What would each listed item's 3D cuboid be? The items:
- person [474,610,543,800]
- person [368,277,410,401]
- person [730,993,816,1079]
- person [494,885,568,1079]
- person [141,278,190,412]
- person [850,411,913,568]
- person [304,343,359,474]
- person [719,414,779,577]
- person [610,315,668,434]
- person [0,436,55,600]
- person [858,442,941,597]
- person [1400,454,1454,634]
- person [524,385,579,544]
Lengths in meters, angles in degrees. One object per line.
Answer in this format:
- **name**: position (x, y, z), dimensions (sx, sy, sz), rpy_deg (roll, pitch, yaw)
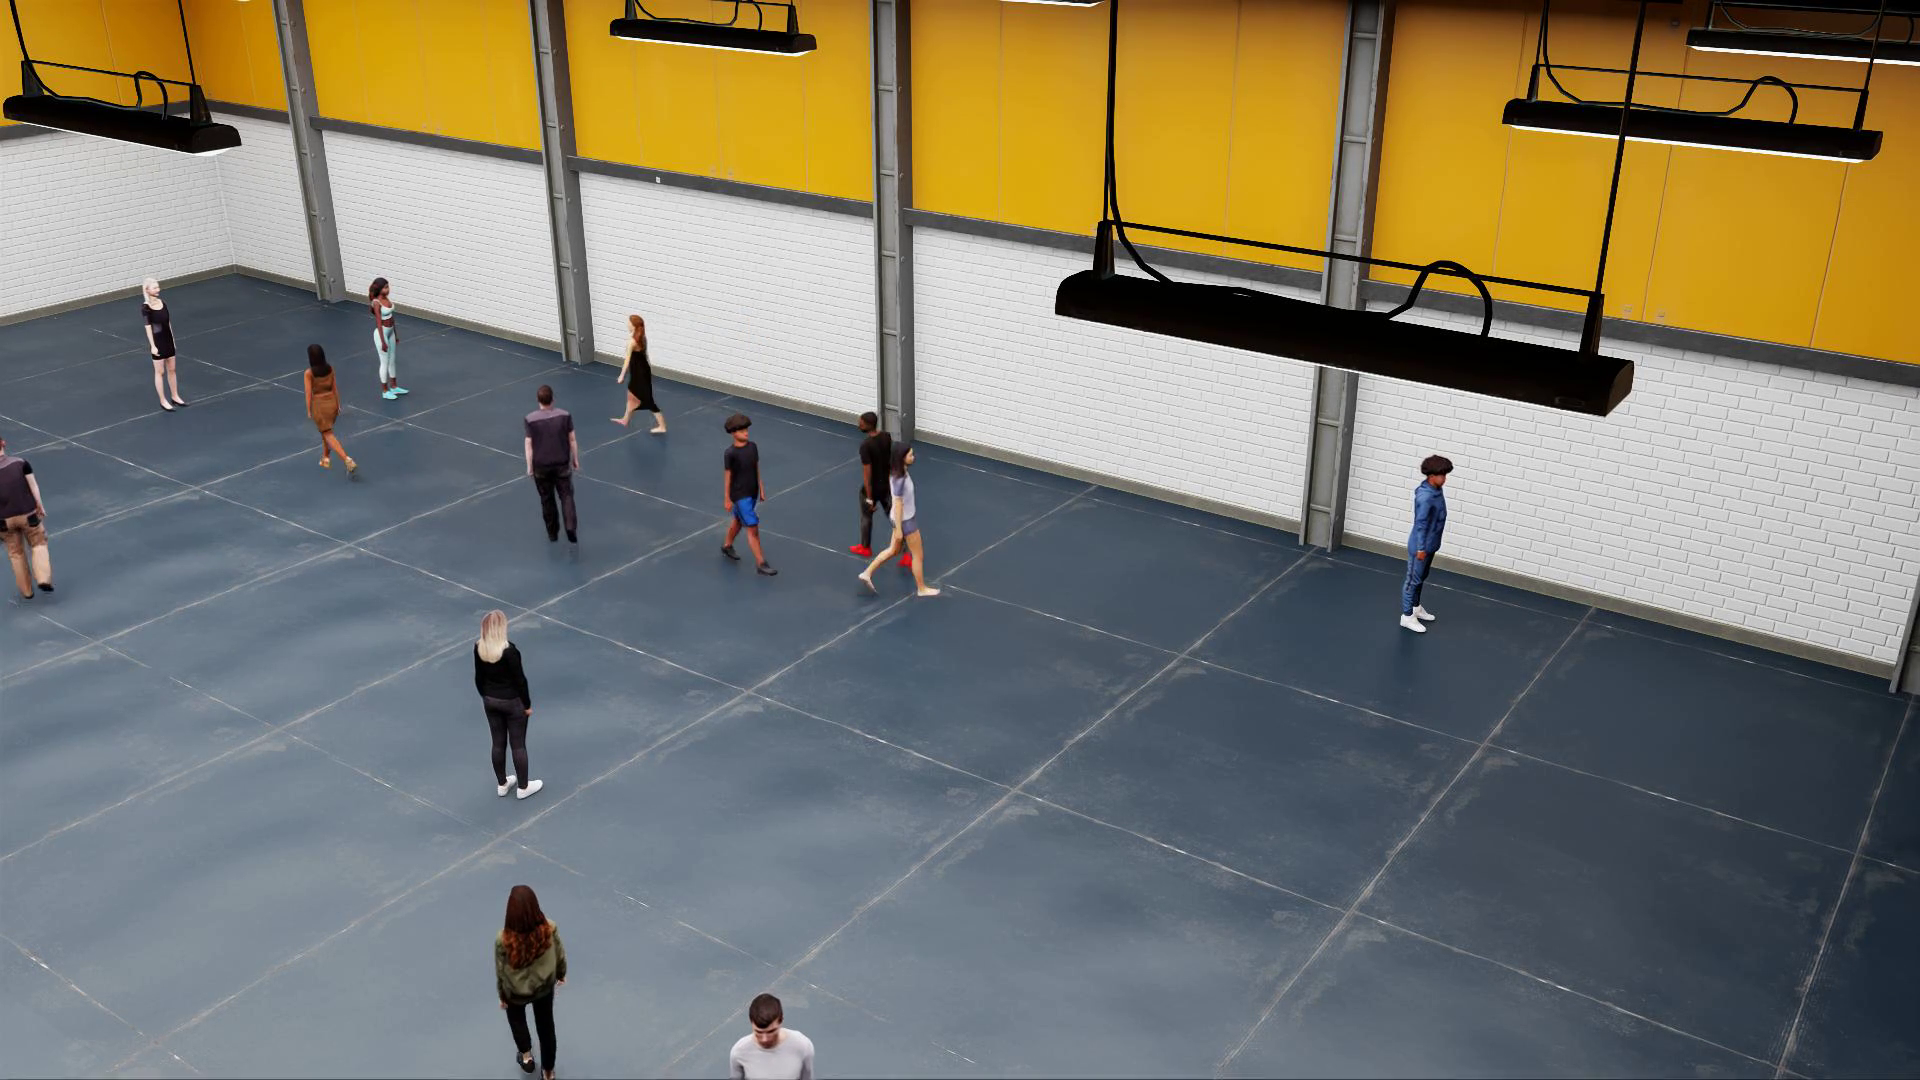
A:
- **person**: position (-3.759, 1.352, 13.708), dimensions (0.560, 1.686, 0.730), rpy_deg (8, 25, 18)
- **person**: position (-8.024, -2.828, 23.221), dimensions (0.655, 1.724, 0.644), rpy_deg (4, 24, 9)
- **person**: position (-1.012, 3.247, 9.173), dimensions (0.686, 1.844, 0.757), rpy_deg (-3, 24, -6)
- **person**: position (-2.698, 2.872, 10.509), dimensions (0.755, 1.463, 0.804), rpy_deg (-10, 26, -22)
- **person**: position (-10.937, -2.684, 22.758), dimensions (0.581, 1.832, 0.623), rpy_deg (7, 25, 16)
- **person**: position (-0.798, -0.514, 17.871), dimensions (0.858, 1.770, 1.231), rpy_deg (-19, 30, -37)
- **person**: position (-7.753, -1.569, 20.422), dimensions (1.035, 1.660, 0.567), rpy_deg (15, 28, 30)
- **person**: position (-2.381, -0.511, 17.877), dimensions (1.134, 1.760, 0.644), rpy_deg (17, 29, 34)
- **person**: position (-4.103, -2.141, 21.821), dimensions (1.111, 1.586, 0.876), rpy_deg (3, 24, 7)
- **person**: position (-9.722, -0.228, 17.142), dimensions (0.873, 1.829, 0.922), rpy_deg (-13, 27, -27)
- **person**: position (-0.676, -0.184, 17.198), dimensions (1.160, 1.704, 1.009), rpy_deg (-1, 24, -2)
- **person**: position (4.645, 0.006, 16.641), dimensions (0.555, 1.802, 0.672), rpy_deg (14, 27, 30)
- **person**: position (-4.510, -0.790, 18.428), dimensions (1.027, 1.830, 1.128), rpy_deg (-8, 25, -18)
